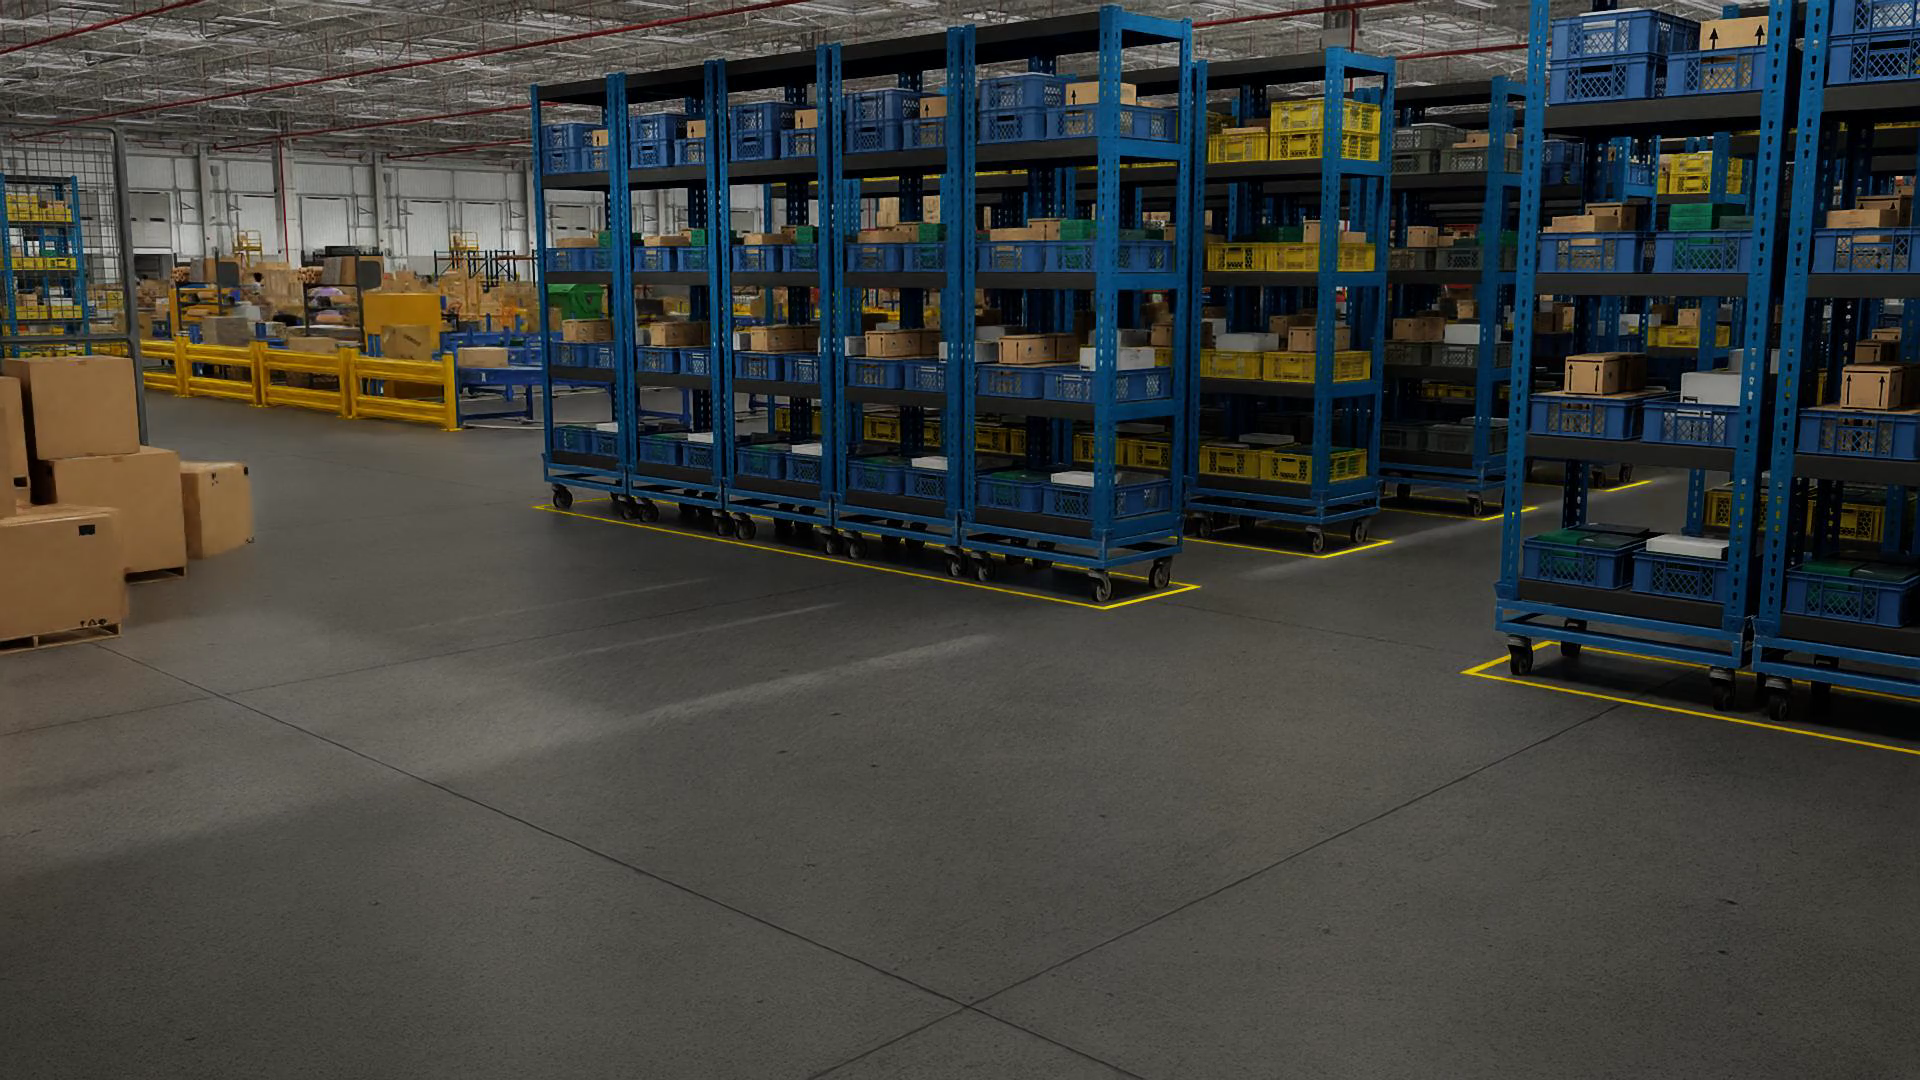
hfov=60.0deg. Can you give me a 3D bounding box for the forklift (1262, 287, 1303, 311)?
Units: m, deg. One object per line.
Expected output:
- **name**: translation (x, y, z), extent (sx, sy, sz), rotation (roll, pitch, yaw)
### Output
- **forklift**: translation (10.769, -8.203, 54.240), extent (1.129, 2.768, 1.873), rotation (8, 12, 42)

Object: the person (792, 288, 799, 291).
- **person**: translation (-5.975, -8.863, 61.661), extent (0.871, 1.781, 0.582), rotation (6, 11, 31)

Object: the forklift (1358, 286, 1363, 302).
- **forklift**: translation (11.100, -7.017, 46.970), extent (1.873, 2.768, 1.129), rotation (9, 13, 43)

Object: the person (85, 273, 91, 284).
- **person**: translation (-41.401, -11.738, 79.035), extent (0.570, 1.853, 0.496), rotation (5, 11, 29)

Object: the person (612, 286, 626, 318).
- **person**: translation (-6.638, -4.166, 32.650), extent (0.971, 1.850, 0.629), rotation (0, 9, -3)

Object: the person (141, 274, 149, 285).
- **person**: translation (-42.439, -12.904, 86.391), extent (0.689, 1.808, 0.644), rotation (-4, 10, -23)

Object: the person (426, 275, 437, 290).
- **person**: translation (-19.901, -9.009, 62.362), extent (0.509, 1.834, 0.860), rotation (5, 11, 29)

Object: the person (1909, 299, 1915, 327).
- **person**: translation (12.273, -2.392, 21.315), extent (0.394, 1.994, 0.612), rotation (5, 11, 30)

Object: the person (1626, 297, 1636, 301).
- **person**: translation (14.989, -4.815, 37.006), extent (0.907, 1.727, 0.518), rotation (-7, 11, -36)

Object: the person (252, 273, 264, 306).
- **person**: translation (-24.564, -8.438, 58.560), extent (0.886, 1.932, 0.632), rotation (-7, 12, -36)

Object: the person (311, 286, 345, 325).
- **person**: translation (-12.393, -4.263, 32.633), extent (0.607, 2.048, 0.369), rotation (-5, 11, -29)

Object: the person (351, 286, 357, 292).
- **person**: translation (-31.954, -13.177, 87.647), extent (0.366, 1.926, 0.594), rotation (0, 9, 1)

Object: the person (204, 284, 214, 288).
- **person**: translation (-33.446, -10.933, 74.069), extent (0.597, 1.866, 0.461), rotation (5, 11, 30)

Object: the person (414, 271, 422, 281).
- **person**: translation (-28.545, -13.142, 87.087), extent (1.019, 2.000, 0.692), rotation (7, 12, 36)

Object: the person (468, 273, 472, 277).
- **person**: translation (-26.716, -13.644, 90.482), extent (0.353, 1.936, 0.635), rotation (-4, 10, -23)

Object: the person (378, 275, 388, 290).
- **person**: translation (-19.068, -7.847, 55.162), extent (0.585, 1.854, 1.088), rotation (3, 10, 15)

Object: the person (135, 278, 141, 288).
- **person**: translation (-31.639, -9.243, 64.126), extent (0.684, 1.716, 0.512), rotation (2, 9, 10)

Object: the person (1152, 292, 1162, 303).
- **person**: translation (6.348, -7.453, 53.451), extent (0.279, 1.634, 0.499), rotation (-3, 10, -20)
